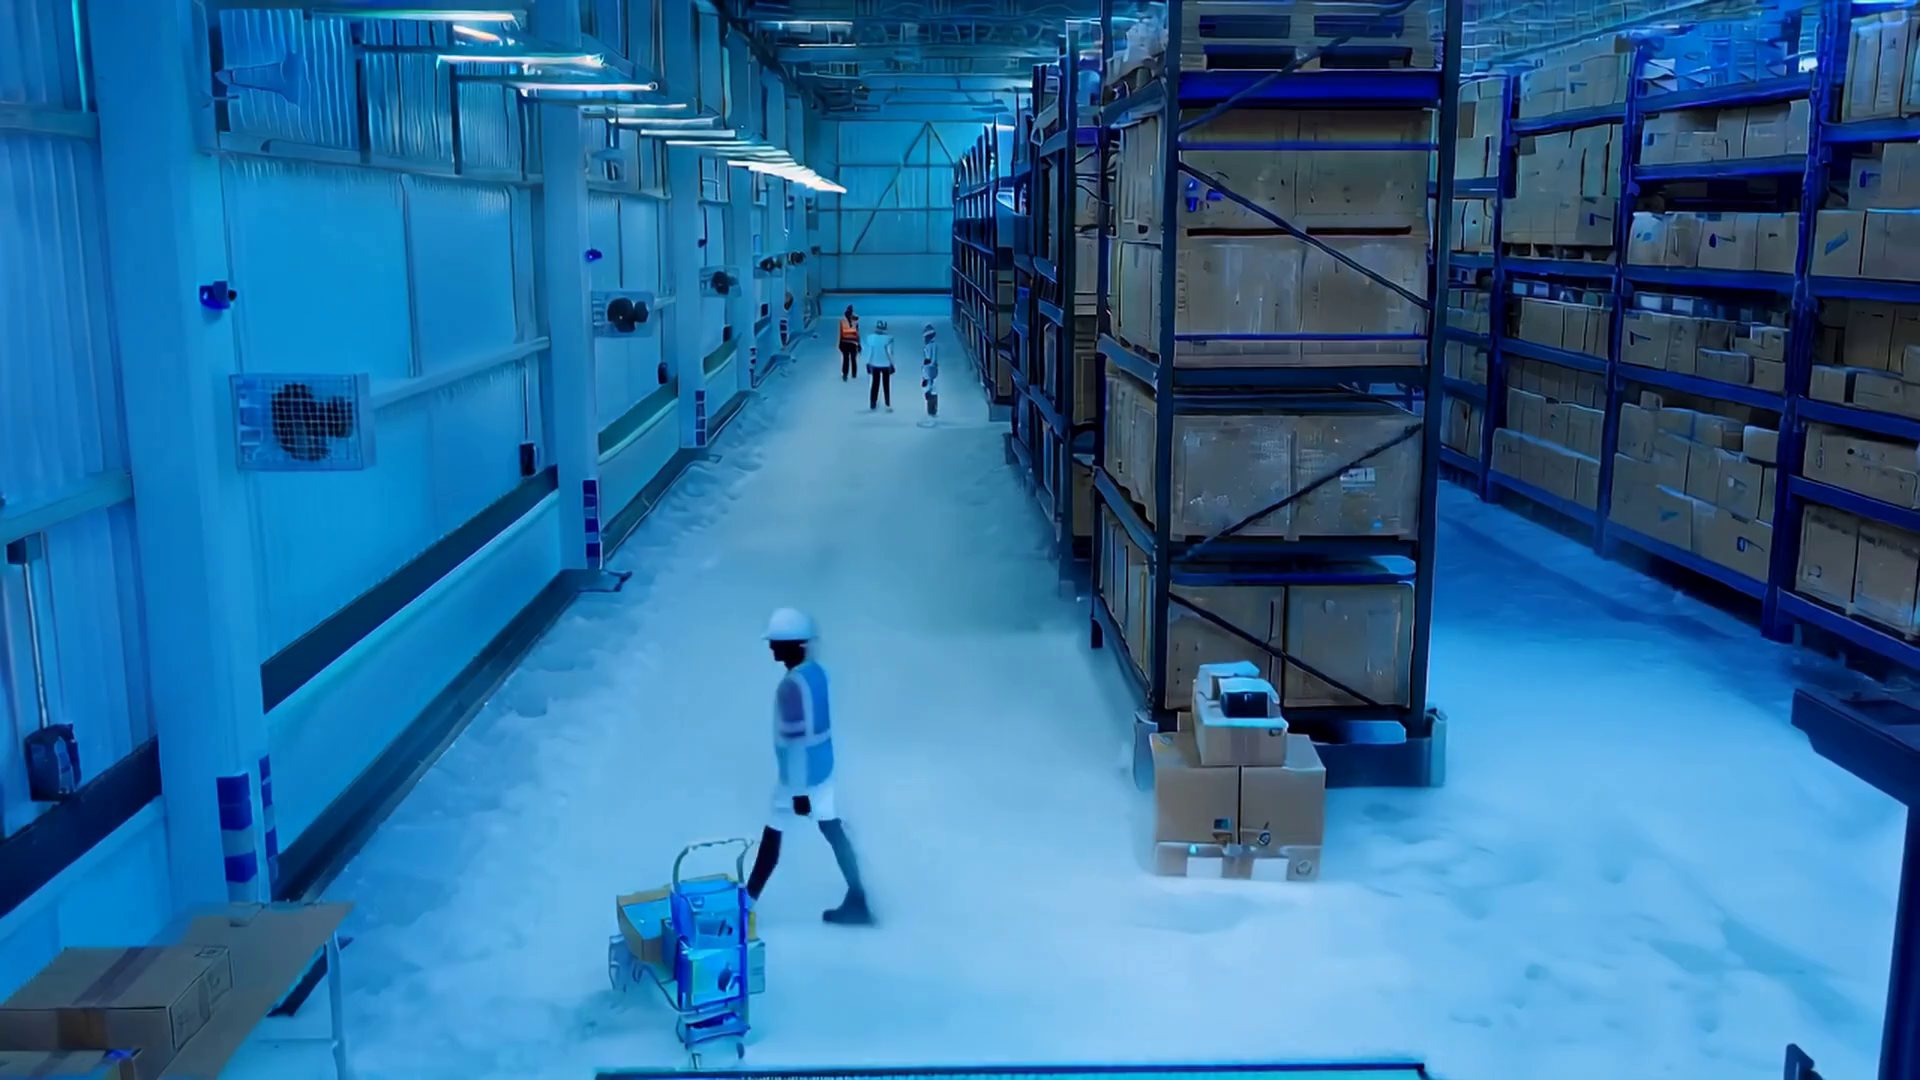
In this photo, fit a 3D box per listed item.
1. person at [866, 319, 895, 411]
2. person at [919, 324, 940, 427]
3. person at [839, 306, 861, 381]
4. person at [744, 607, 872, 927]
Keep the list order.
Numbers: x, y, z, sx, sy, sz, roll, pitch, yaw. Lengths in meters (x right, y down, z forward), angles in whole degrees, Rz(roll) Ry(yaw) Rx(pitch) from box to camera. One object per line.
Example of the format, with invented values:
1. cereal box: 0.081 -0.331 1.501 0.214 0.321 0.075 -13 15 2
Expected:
1. person: -1.702 -3.749 35.697 0.617 1.986 0.408 -3 11 -15
2. person: -0.624 -3.250 32.942 0.373 2.043 0.614 4 11 18
3. person: -2.814 -5.019 42.491 0.589 1.912 0.397 -4 12 -19
4. person: -0.958 1.315 9.619 1.005 1.877 0.567 4 11 18
